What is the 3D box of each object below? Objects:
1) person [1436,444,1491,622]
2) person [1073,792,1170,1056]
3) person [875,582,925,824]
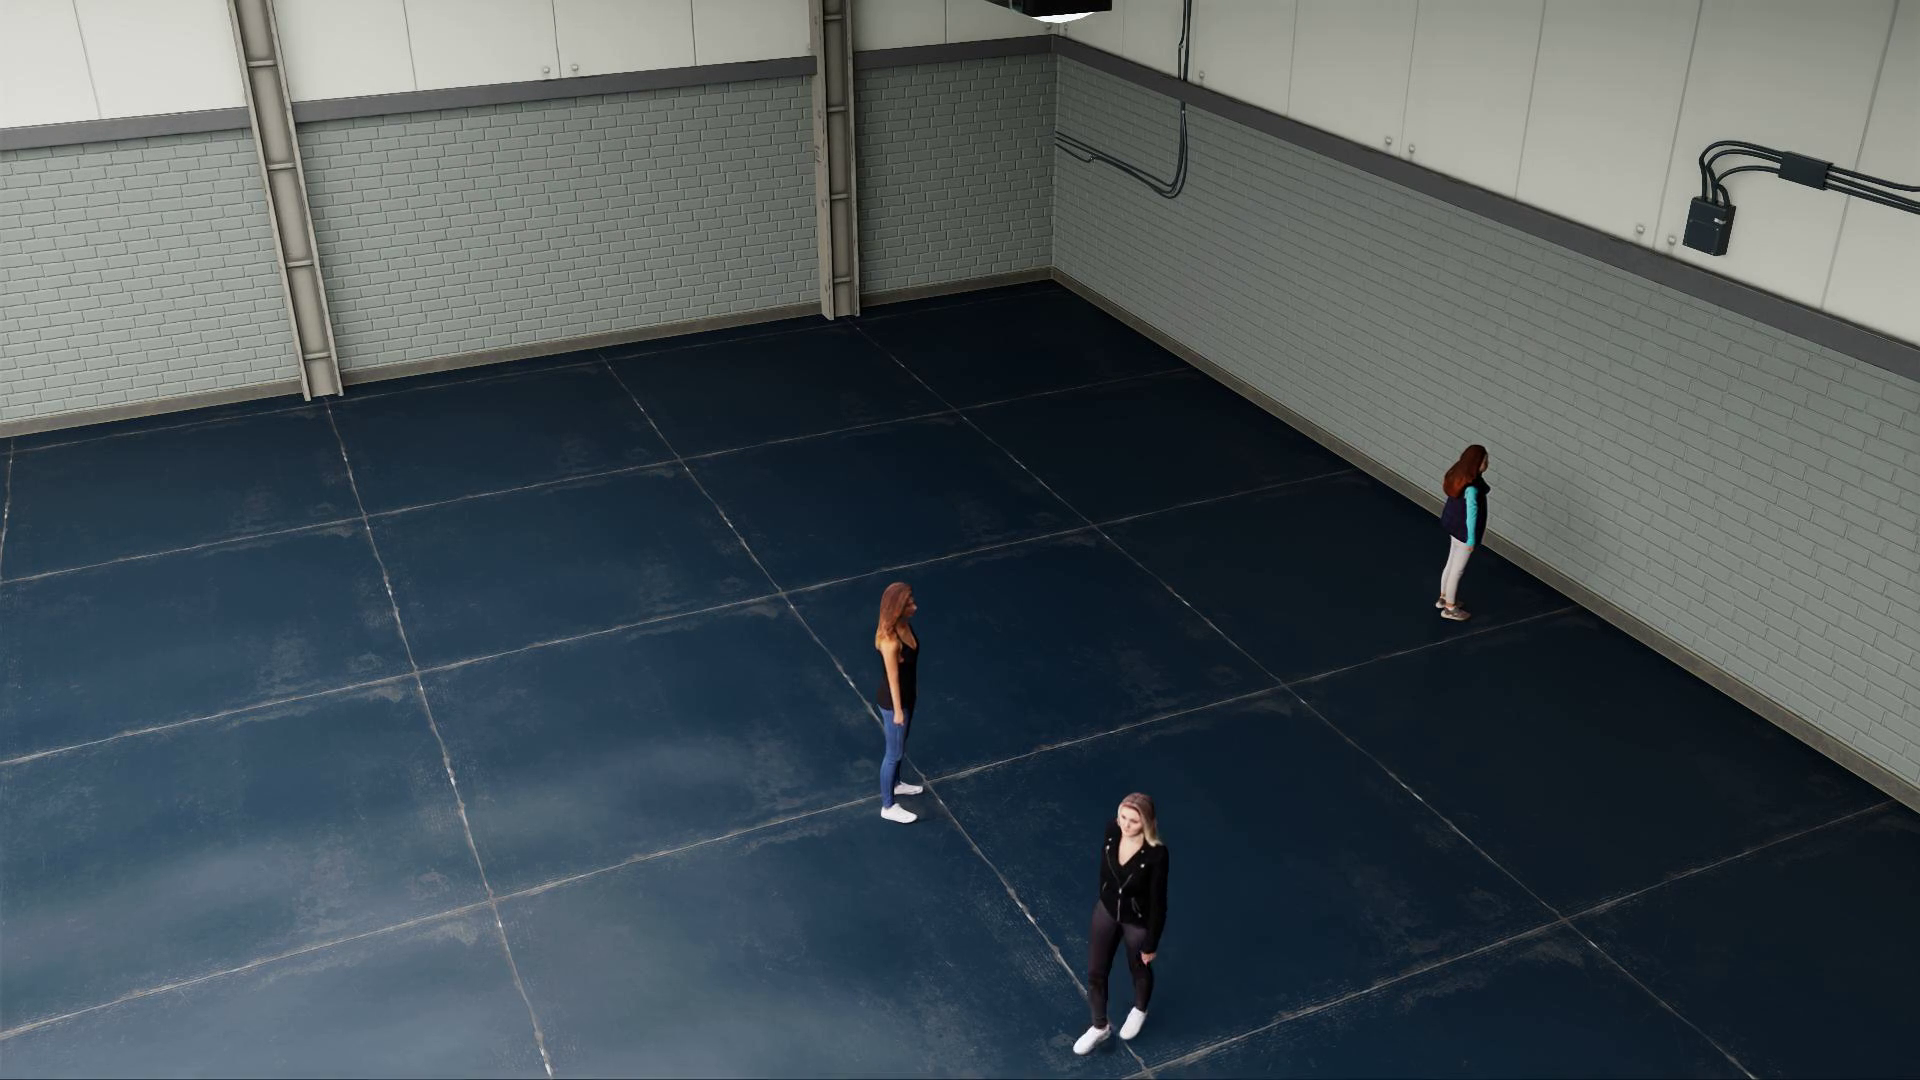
[{"bbox_3d":[4.056,-0.083,13.421,0.715,1.500,0.678,2,27,5],"label":"person"},{"bbox_3d":[0.986,2.037,9.121,0.812,1.668,0.909,20,33,34],"label":"person"},{"bbox_3d":[-0.413,1.041,10.998,0.677,1.721,0.666,3,27,7],"label":"person"}]
